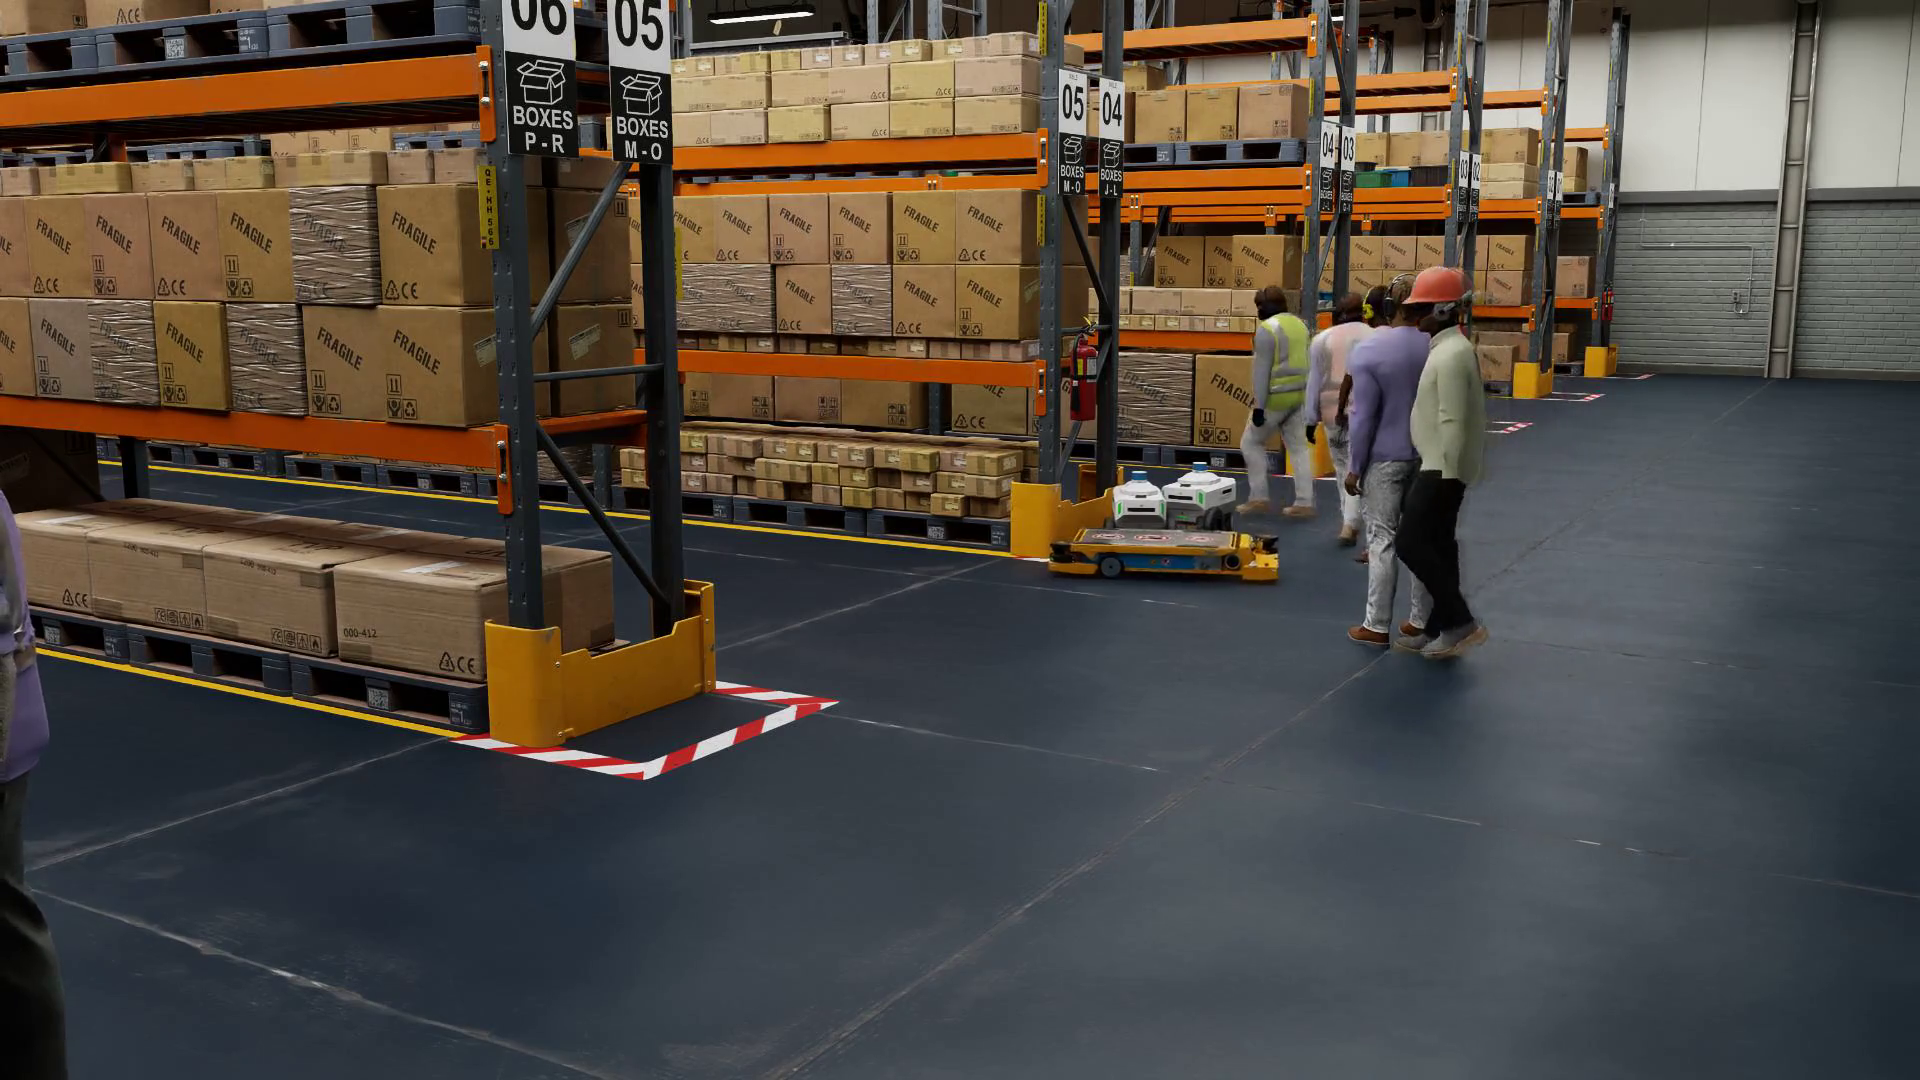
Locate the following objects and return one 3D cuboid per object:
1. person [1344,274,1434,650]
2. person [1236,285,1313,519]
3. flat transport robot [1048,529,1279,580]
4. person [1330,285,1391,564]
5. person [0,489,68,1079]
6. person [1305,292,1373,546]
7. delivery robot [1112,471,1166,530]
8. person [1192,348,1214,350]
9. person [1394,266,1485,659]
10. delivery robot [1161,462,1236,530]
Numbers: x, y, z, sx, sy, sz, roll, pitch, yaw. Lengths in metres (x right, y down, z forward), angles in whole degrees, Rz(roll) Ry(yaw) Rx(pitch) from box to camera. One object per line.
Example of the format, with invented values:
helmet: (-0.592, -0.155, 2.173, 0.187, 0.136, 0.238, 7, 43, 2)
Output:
person: (2.274, -0.397, 8.610, 0.631, 1.940, 0.372, -3, 10, -17)
person: (2.431, -1.061, 12.891, 0.722, 1.798, 0.744, 9, 13, 43)
flat transport robot: (1.319, 0.079, 10.693, 1.431, 0.197, 0.652, 2, 10, 11)
person: (2.744, -0.754, 11.008, 0.482, 1.842, 0.599, -3, 10, -15)
person: (-2.199, 0.462, 3.609, 0.388, 1.926, 0.590, -7, 12, -37)
person: (2.784, -0.862, 11.837, 0.645, 1.785, 0.970, 4, 10, 21)
delivery robot: (1.225, -0.231, 11.405, 0.477, 0.478, 0.707, 1, 10, 3)
person: (3.413, -2.953, 23.355, 0.515, 2.012, 0.656, 4, 10, 22)
person: (2.398, -0.373, 8.349, 0.430, 1.976, 0.633, 4, 10, 20)
delivery robot: (1.713, -0.318, 11.913, 0.477, 0.478, 0.707, 6, 11, 29)
